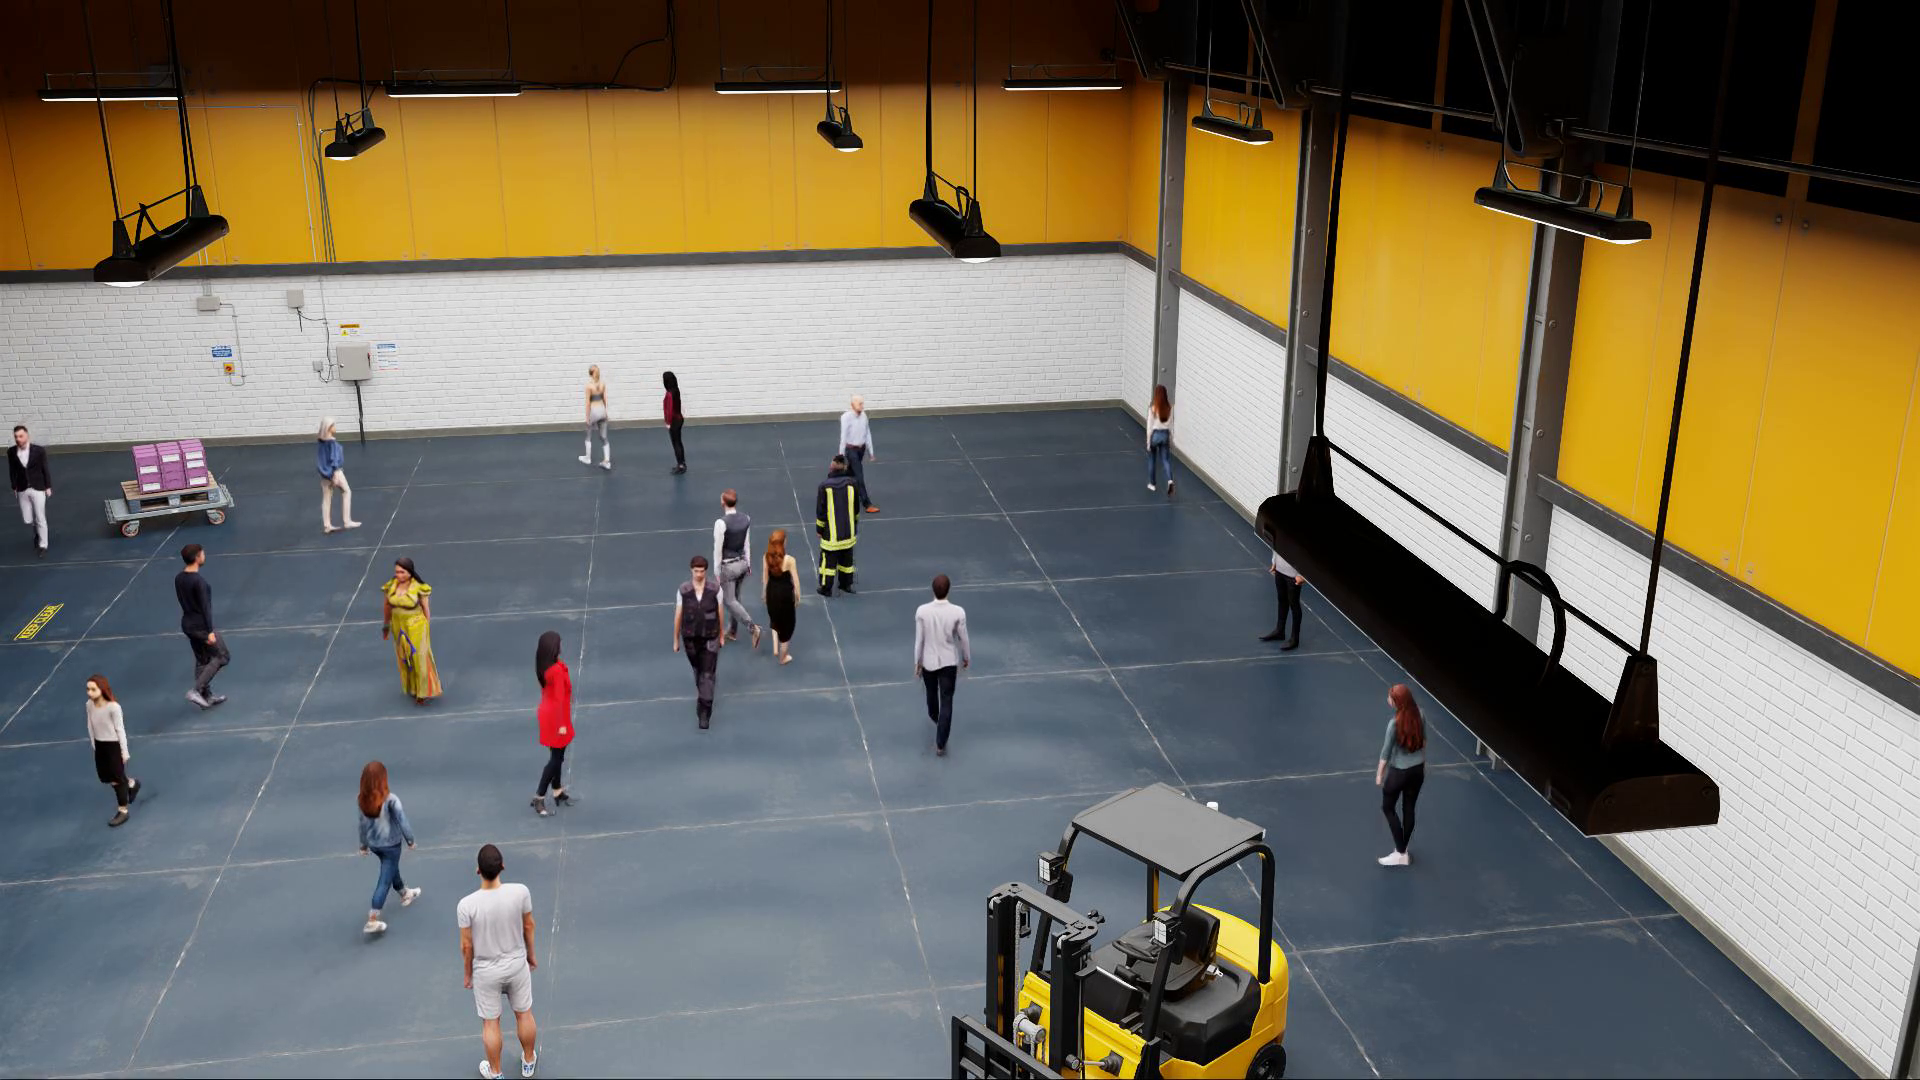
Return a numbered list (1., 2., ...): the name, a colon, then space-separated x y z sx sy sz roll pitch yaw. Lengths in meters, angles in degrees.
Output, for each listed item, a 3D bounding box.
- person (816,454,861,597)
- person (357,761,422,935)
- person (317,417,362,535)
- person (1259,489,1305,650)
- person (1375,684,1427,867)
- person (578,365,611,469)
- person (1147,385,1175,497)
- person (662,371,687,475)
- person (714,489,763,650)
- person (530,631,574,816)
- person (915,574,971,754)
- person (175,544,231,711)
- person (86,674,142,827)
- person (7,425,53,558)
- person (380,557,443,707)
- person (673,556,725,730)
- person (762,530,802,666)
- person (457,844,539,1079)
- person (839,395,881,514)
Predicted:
1. person: -1.535 -0.191 21.227 0.844 1.861 0.813 -12 22 -31
2. person: -4.790 2.553 13.732 0.886 1.444 1.085 6 20 17
3. person: -9.008 -0.898 23.616 0.837 1.677 0.895 13 23 34
4. person: 3.904 0.322 19.607 0.869 1.923 0.692 -9 21 -26
5. person: 3.949 2.068 14.735 0.716 1.724 0.693 -3 19 -9
6. person: -5.799 -1.970 26.784 0.993 1.686 0.886 18 25 42
7. person: 3.080 -1.495 25.342 0.608 1.705 1.009 -5 19 -13
8. person: -4.541 -1.884 26.590 0.664 1.647 0.490 0 19 -1
9. person: -2.608 0.356 19.528 1.208 1.909 1.078 17 25 40
10. person: -3.865 1.735 15.730 0.906 1.720 0.859 -8 20 -23
11. person: -0.204 1.291 16.922 0.897 1.800 1.246 1 19 3
12. person: -8.207 0.982 17.760 0.846 1.851 0.906 13 22 33
13. person: -7.905 1.919 15.571 0.710 1.473 0.841 4 19 11
14. person: -12.682 -0.709 22.810 0.672 1.832 0.781 -4 19 -11
15. person: -6.006 0.942 18.209 0.905 1.641 0.944 2 19 5
16. person: -2.758 1.022 17.726 0.790 1.797 1.257 -1 19 -2
17. person: -2.092 0.679 19.030 0.717 1.614 0.749 6 20 18
18. person: -3.254 2.999 11.763 0.754 1.855 0.705 -11 21 -29
19. person: -1.611 -1.278 24.648 1.299 1.737 1.137 16 25 40
